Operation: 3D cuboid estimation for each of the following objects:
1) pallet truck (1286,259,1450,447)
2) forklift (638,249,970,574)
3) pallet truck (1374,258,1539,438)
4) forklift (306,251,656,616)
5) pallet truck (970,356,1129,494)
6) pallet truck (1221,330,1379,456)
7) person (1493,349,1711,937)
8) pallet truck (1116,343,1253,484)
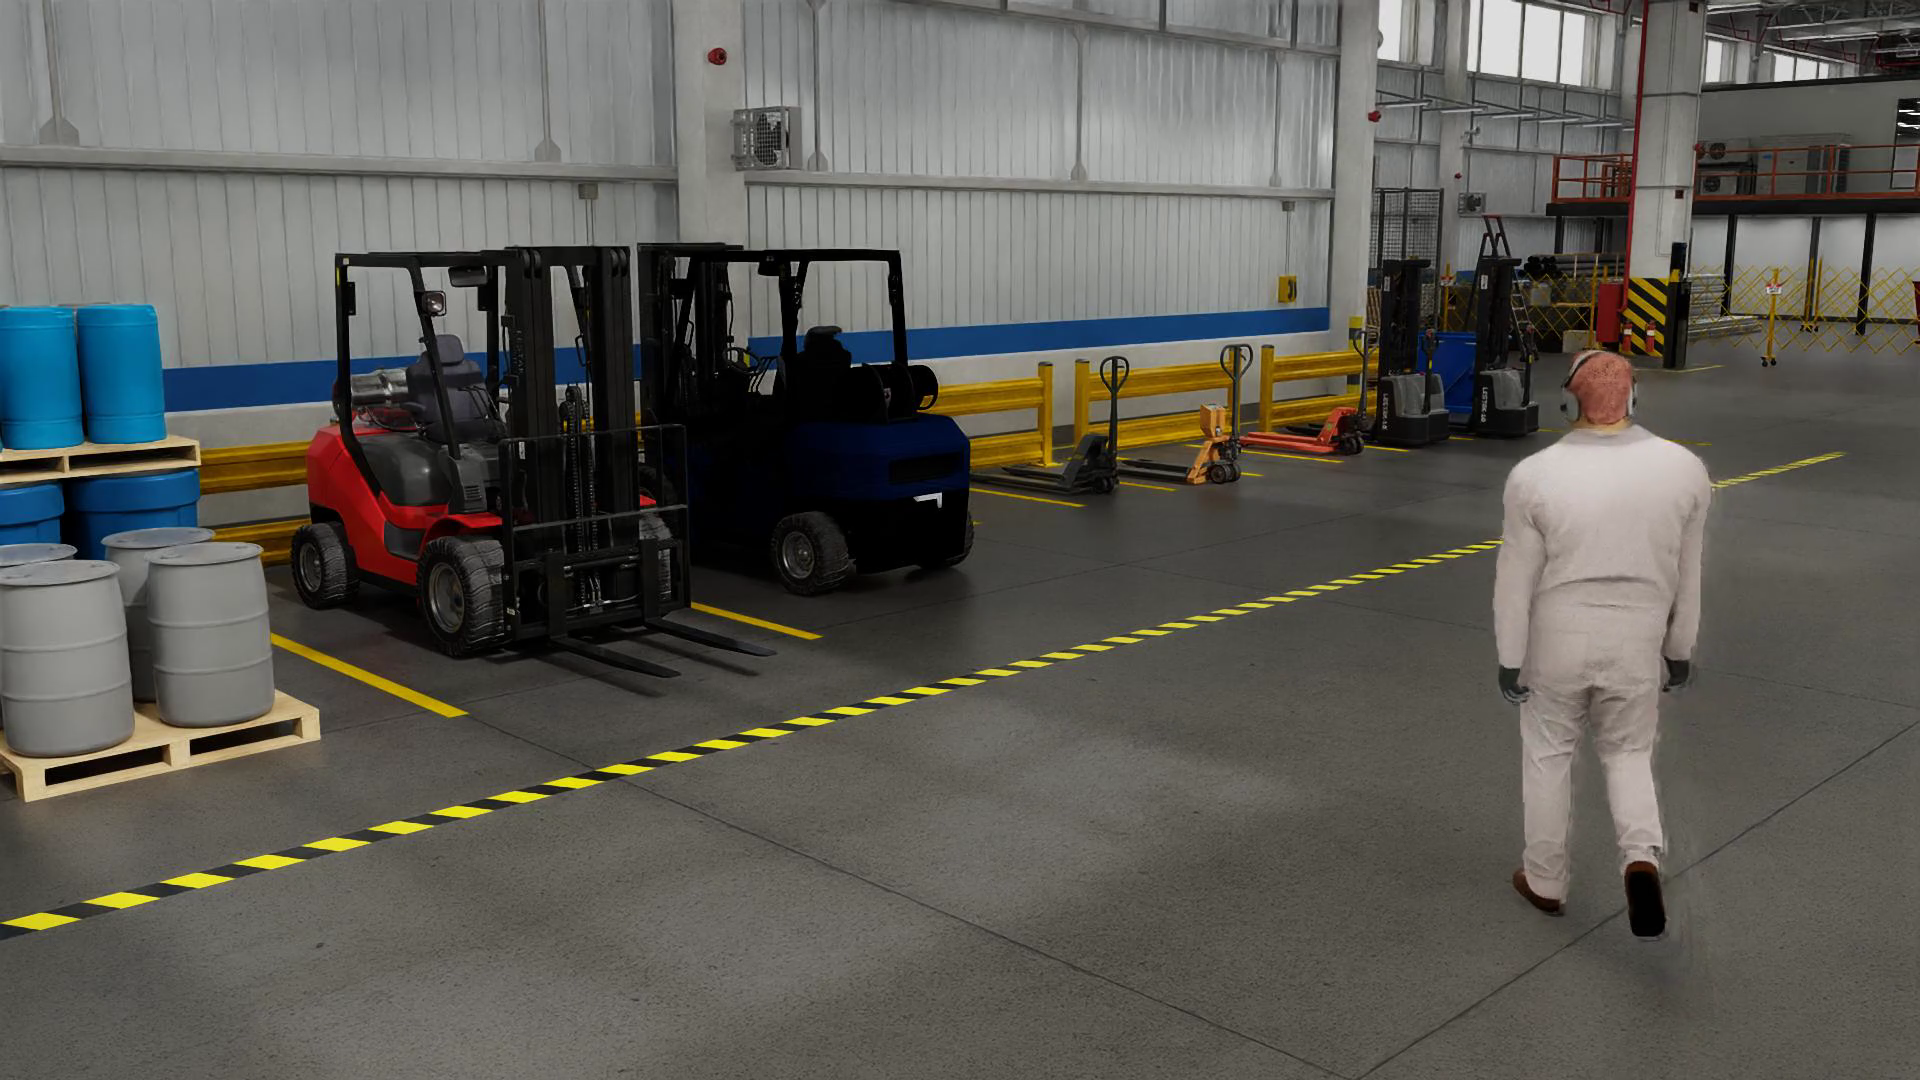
[{"bbox_3d":[4.493,-2.078,18.196,0.823,1.965,1.885,-9,14,-40],"label":"pallet truck"},{"bbox_3d":[-1.173,-0.958,11.239,2.680,1.987,1.157,10,14,43],"label":"forklift"},{"bbox_3d":[5.704,-2.208,18.901,1.885,1.965,0.823,10,14,43],"label":"pallet truck"},{"bbox_3d":[-2.833,-0.669,9.694,1.157,1.987,2.680,-10,14,-44],"label":"forklift"},{"bbox_3d":[0.784,-1.085,14.876,0.680,1.201,1.601,-10,14,-44],"label":"pallet truck"},{"bbox_3d":[3.563,-1.581,17.381,0.653,1.274,1.630,-10,14,-44],"label":"pallet truck"},{"bbox_3d":[2.034,0.340,5.315,0.656,1.884,0.645,1,10,5],"label":"person"},{"bbox_3d":[1.962,-1.215,15.415,1.522,1.261,0.704,10,14,43],"label":"pallet truck"}]
